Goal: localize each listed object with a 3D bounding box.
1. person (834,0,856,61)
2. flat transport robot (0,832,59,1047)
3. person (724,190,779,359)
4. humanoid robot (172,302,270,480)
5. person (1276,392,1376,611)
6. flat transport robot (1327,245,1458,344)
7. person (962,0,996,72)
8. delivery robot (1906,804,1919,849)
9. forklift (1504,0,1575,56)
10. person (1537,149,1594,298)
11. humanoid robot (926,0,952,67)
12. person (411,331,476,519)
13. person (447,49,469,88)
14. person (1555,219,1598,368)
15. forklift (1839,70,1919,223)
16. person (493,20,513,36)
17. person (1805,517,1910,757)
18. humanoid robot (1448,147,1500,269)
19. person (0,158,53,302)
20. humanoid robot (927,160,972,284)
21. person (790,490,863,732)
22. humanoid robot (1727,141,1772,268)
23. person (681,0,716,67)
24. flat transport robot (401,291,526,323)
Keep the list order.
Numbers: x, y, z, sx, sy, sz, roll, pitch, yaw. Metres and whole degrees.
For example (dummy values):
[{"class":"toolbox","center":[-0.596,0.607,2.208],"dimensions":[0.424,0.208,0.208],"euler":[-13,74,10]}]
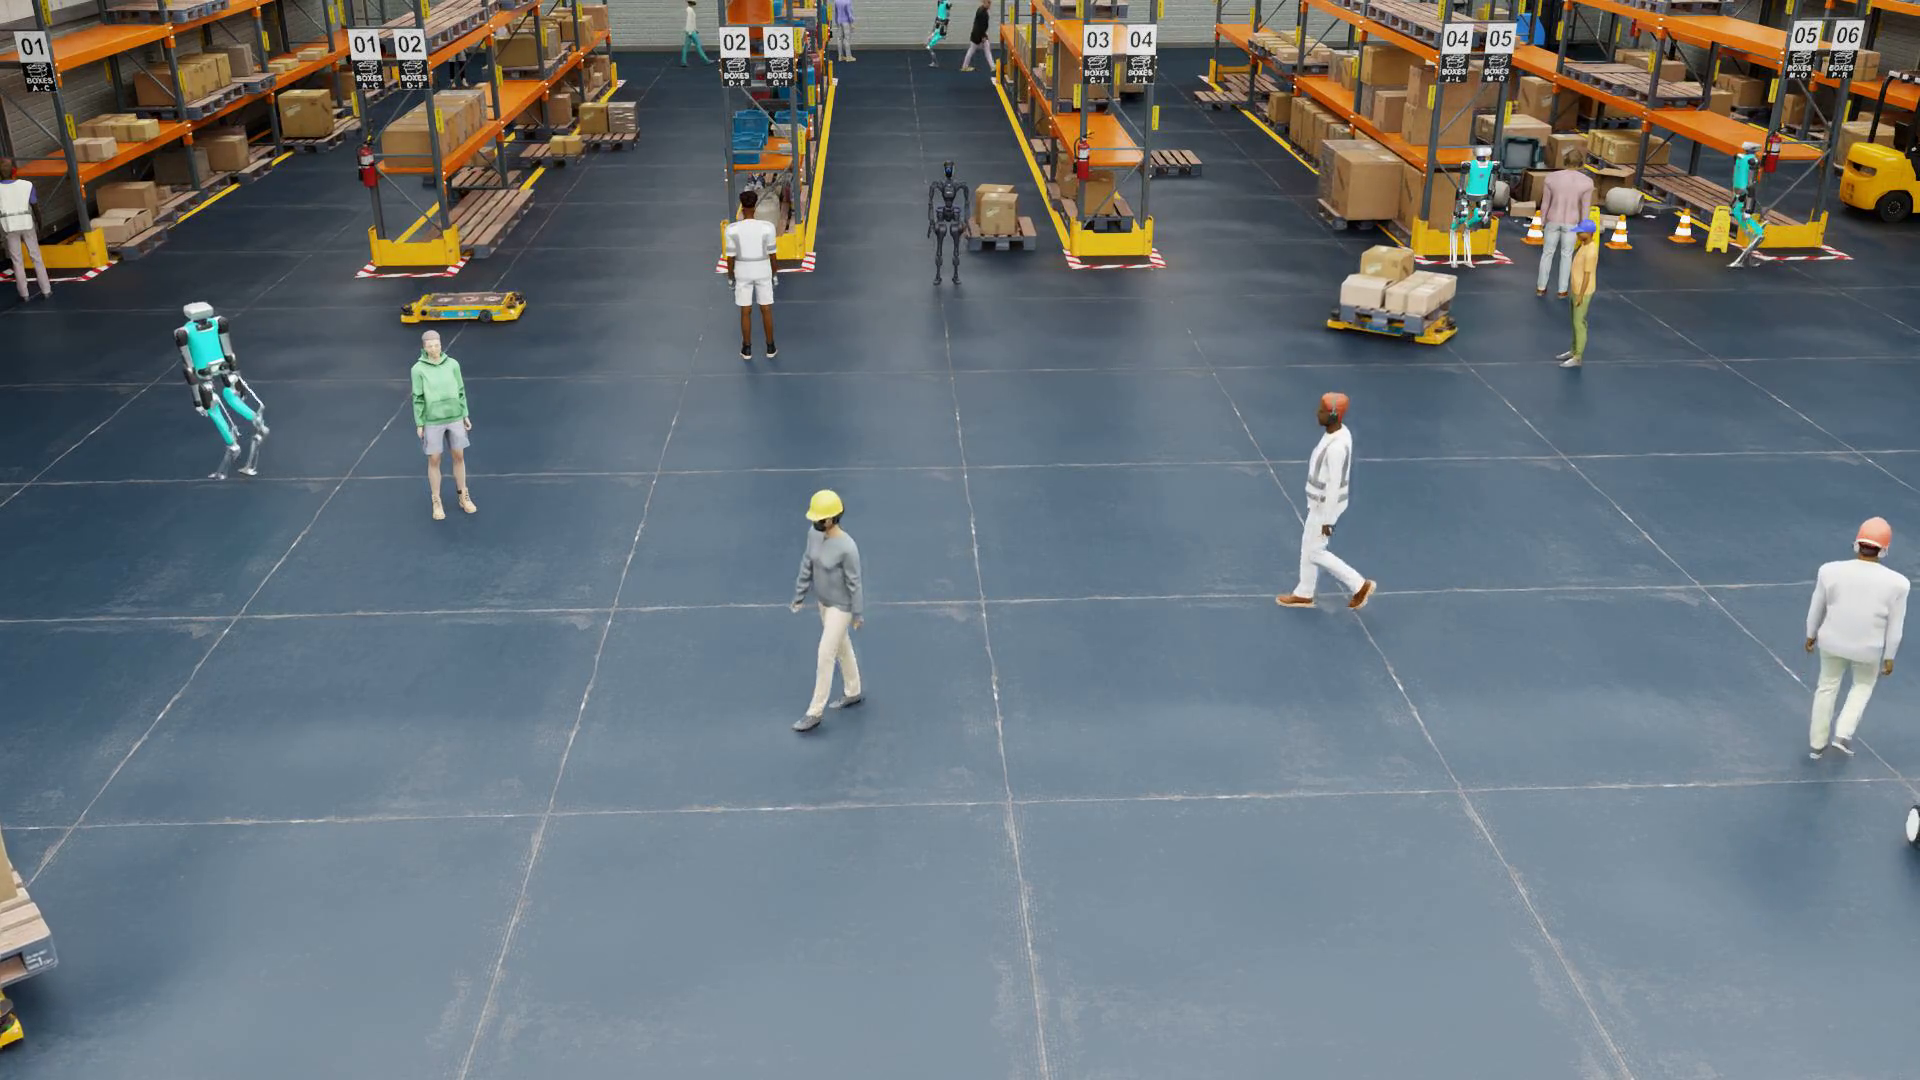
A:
[{"class":"person","center":[-2.898,-12.893,41.562],"dimensions":[0.594,1.800,0.393],"euler":[17,29,34]},{"class":"flat transport robot","center":[-5.645,2.420,9.036],"dimensions":[0.659,0.231,1.431],"euler":[-19,30,-37]},{"class":"person","center":[-2.403,-3.072,19.290],"dimensions":[0.600,1.966,0.368],"euler":[-4,24,-9]},{"class":"humanoid robot","center":[-6.897,-1.325,15.668],"dimensions":[0.843,1.800,0.552],"euler":[16,28,31]},{"class":"person","center":[2.949,-0.275,13.133],"dimensions":[0.694,1.863,0.580],"euler":[6,25,12]},{"class":"flat transport robot","center":[5.326,-2.672,20.477],"dimensions":[1.431,0.231,0.659],"euler":[15,28,30]},{"class":"person","center":[0.509,-12.124,39.862],"dimensions":[1.011,1.778,0.553],"euler":[6,25,14]},{"class":"delivery robot","center":[6.133,1.776,10.091],"dimensions":[0.499,0.564,0.737],"euler":[6,25,14]},{"class":"forklift","center":[14.700,-13.805,42.301],"dimensions":[1.873,2.768,1.129],"euler":[-1,24,-2]},{"class":"person","center":[7.872,-4.122,21.702],"dimensions":[0.621,1.932,0.372],"euler":[11,26,23]},{"class":"humanoid robot","center":[-0.616,-12.331,40.387],"dimensions":[0.803,1.781,0.541],"euler":[-13,27,-27]},{"class":"person","center":[-4.676,-1.055,15.030],"dimensions":[0.485,1.741,0.332],"euler":[-14,28,-29]},{"class":"person","center":[-11.440,-11.138,37.739],"dimensions":[0.531,1.697,0.322],"euler":[-16,29,-32]},{"class":"person","center":[7.074,-2.836,19.071],"dimensions":[0.371,1.712,0.444],"euler":[4,24,9]},{"class":"forklift","center":[15.132,-6.143,25.915],"dimensions":[2.313,2.155,1.214],"euler":[-1,24,-2]},{"class":"person","center":[-10.553,-11.565,38.560],"dimensions":[0.499,1.806,0.970],"euler":[-3,24,-6]},{"class":"person","center":[5.980,0.671,11.161],"dimensions":[0.582,1.733,0.385],"euler":[17,29,33]},{"class":"humanoid robot","center":[6.974,-4.586,22.802],"dimensions":[0.533,1.681,0.735],"euler":[-1,24,-2]},{"class":"person","center":[-12.191,-4.014,21.552],"dimensions":[0.571,1.843,0.376],"euler":[-16,28,-31]},{"class":"humanoid robot","center":[-0.141,-4.259,22.294],"dimensions":[0.599,1.657,0.315],"euler":[-1,24,-2]},{"class":"person","center":[-0.981,0.480,11.581],"dimensions":[0.752,1.746,0.529],"euler":[-16,28,-31]},{"class":"humanoid robot","center":[11.040,-4.573,23.069],"dimensions":[0.766,1.894,0.550],"euler":[-1,24,-3]},{"class":"person","center":[-6.460,-12.450,40.646],"dimensions":[0.881,1.718,0.549],"euler":[-5,24,-11]},{"class":"flat transport robot","center":[-6.294,-2.947,21.094],"dimensions":[1.431,0.231,0.659],"euler":[-2,24,-4]}]
